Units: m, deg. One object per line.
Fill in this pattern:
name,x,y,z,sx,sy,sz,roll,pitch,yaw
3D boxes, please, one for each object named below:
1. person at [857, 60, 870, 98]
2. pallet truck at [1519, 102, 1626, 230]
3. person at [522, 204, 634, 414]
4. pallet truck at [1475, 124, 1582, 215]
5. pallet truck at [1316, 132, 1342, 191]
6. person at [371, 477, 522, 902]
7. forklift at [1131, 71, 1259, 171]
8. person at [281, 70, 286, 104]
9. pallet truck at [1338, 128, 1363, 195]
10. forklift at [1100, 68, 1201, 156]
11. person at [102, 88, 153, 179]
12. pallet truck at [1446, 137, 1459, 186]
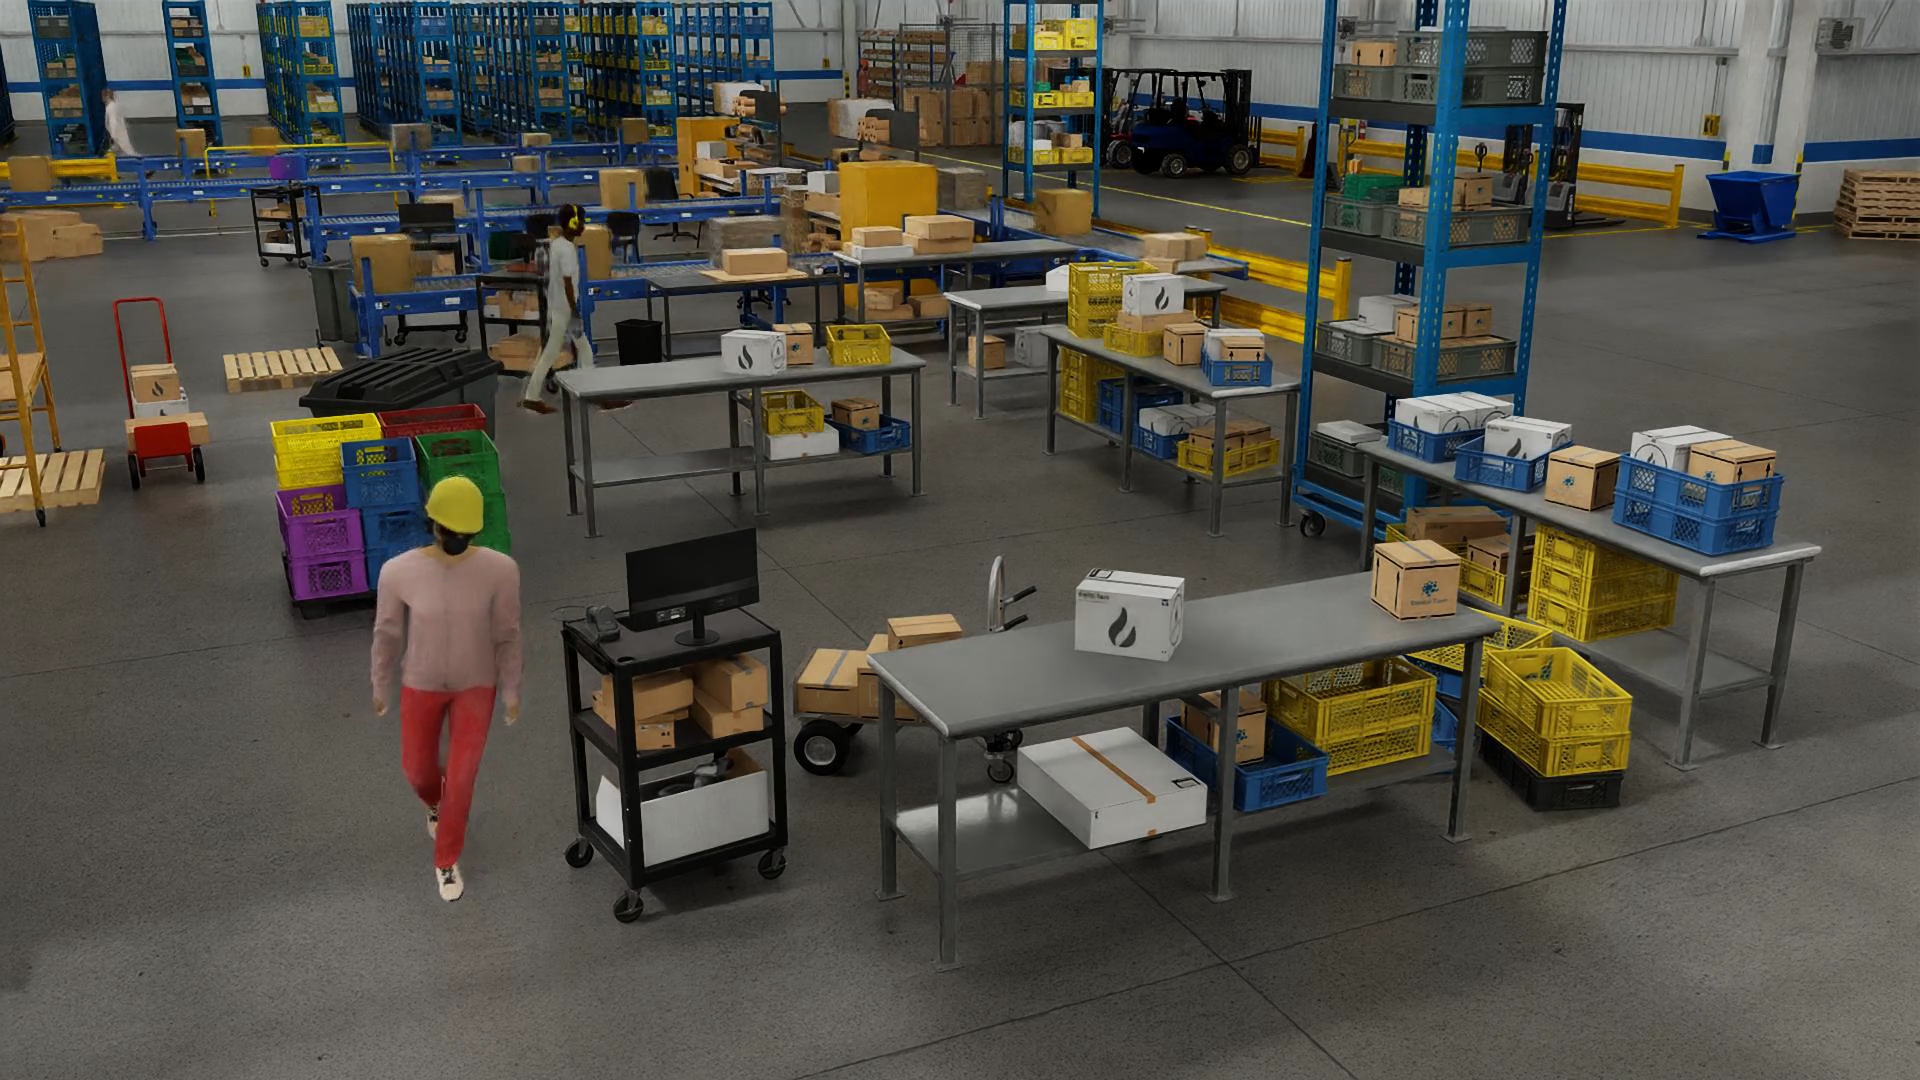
person,-2.921,-13.581,50.579,0.401,1.987,0.609,-5,18,-15
pallet truck,9.972,-6.037,26.785,1.885,1.965,0.823,-9,20,-25
person,-3.365,-1.961,14.260,0.966,1.807,0.561,-3,18,-10
pallet truck,9.707,-6.455,28.103,1.885,1.965,0.823,-7,19,-20
pallet truck,7.723,-7.504,32.656,1.601,1.201,0.680,-8,19,-23
person,-1.988,0.541,6.511,0.567,1.724,0.673,-6,18,-17
forklift,4.998,-8.936,35.413,2.680,1.987,1.157,-9,20,-25
person,-20.617,-13.738,51.353,0.770,1.811,0.598,-13,22,-36
pallet truck,7.845,-7.140,31.411,1.522,1.261,0.704,-9,20,-25
forklift,4.082,-9.564,37.410,2.680,1.987,1.157,-8,19,-23
person,-17.378,-8.429,34.548,0.932,1.872,0.649,-7,19,-22
pallet truck,9.184,-6.485,29.328,1.630,1.274,0.653,-8,19,-23
